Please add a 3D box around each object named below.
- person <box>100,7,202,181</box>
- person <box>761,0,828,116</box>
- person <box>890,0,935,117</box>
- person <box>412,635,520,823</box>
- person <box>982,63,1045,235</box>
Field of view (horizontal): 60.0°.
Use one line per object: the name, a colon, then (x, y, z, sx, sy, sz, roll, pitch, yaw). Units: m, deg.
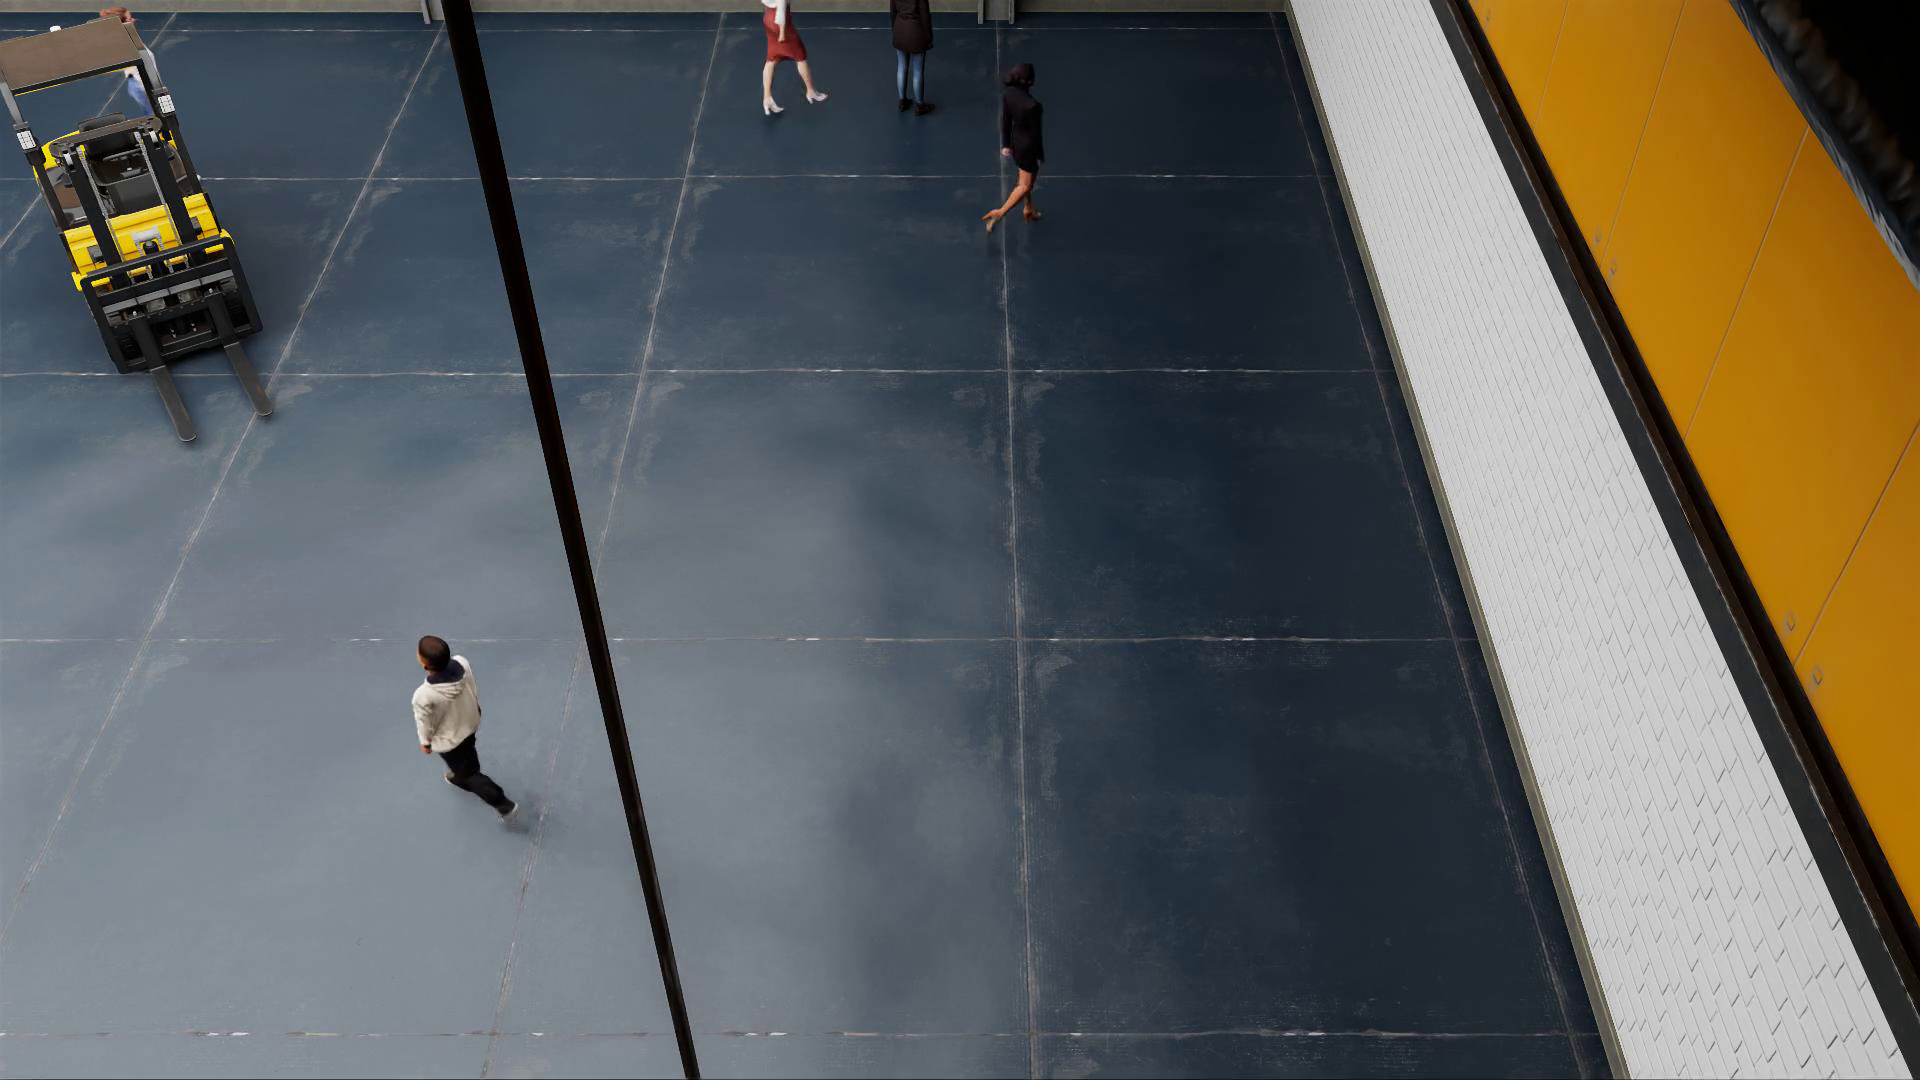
person: (-7.406, -4.042, 15.148, 0.736, 1.720, 0.687, -32, 52, -29)
person: (-1.830, -4.925, 16.075, 1.012, 1.720, 0.862, -18, 47, -18)
person: (-0.475, -4.908, 16.119, 0.716, 1.634, 0.804, 23, 48, 22)
person: (-2.957, 1.143, 9.907, 1.001, 1.441, 0.835, 19, 47, 19)
person: (0.512, -3.353, 14.498, 1.028, 1.619, 0.893, -28, 50, -26)
